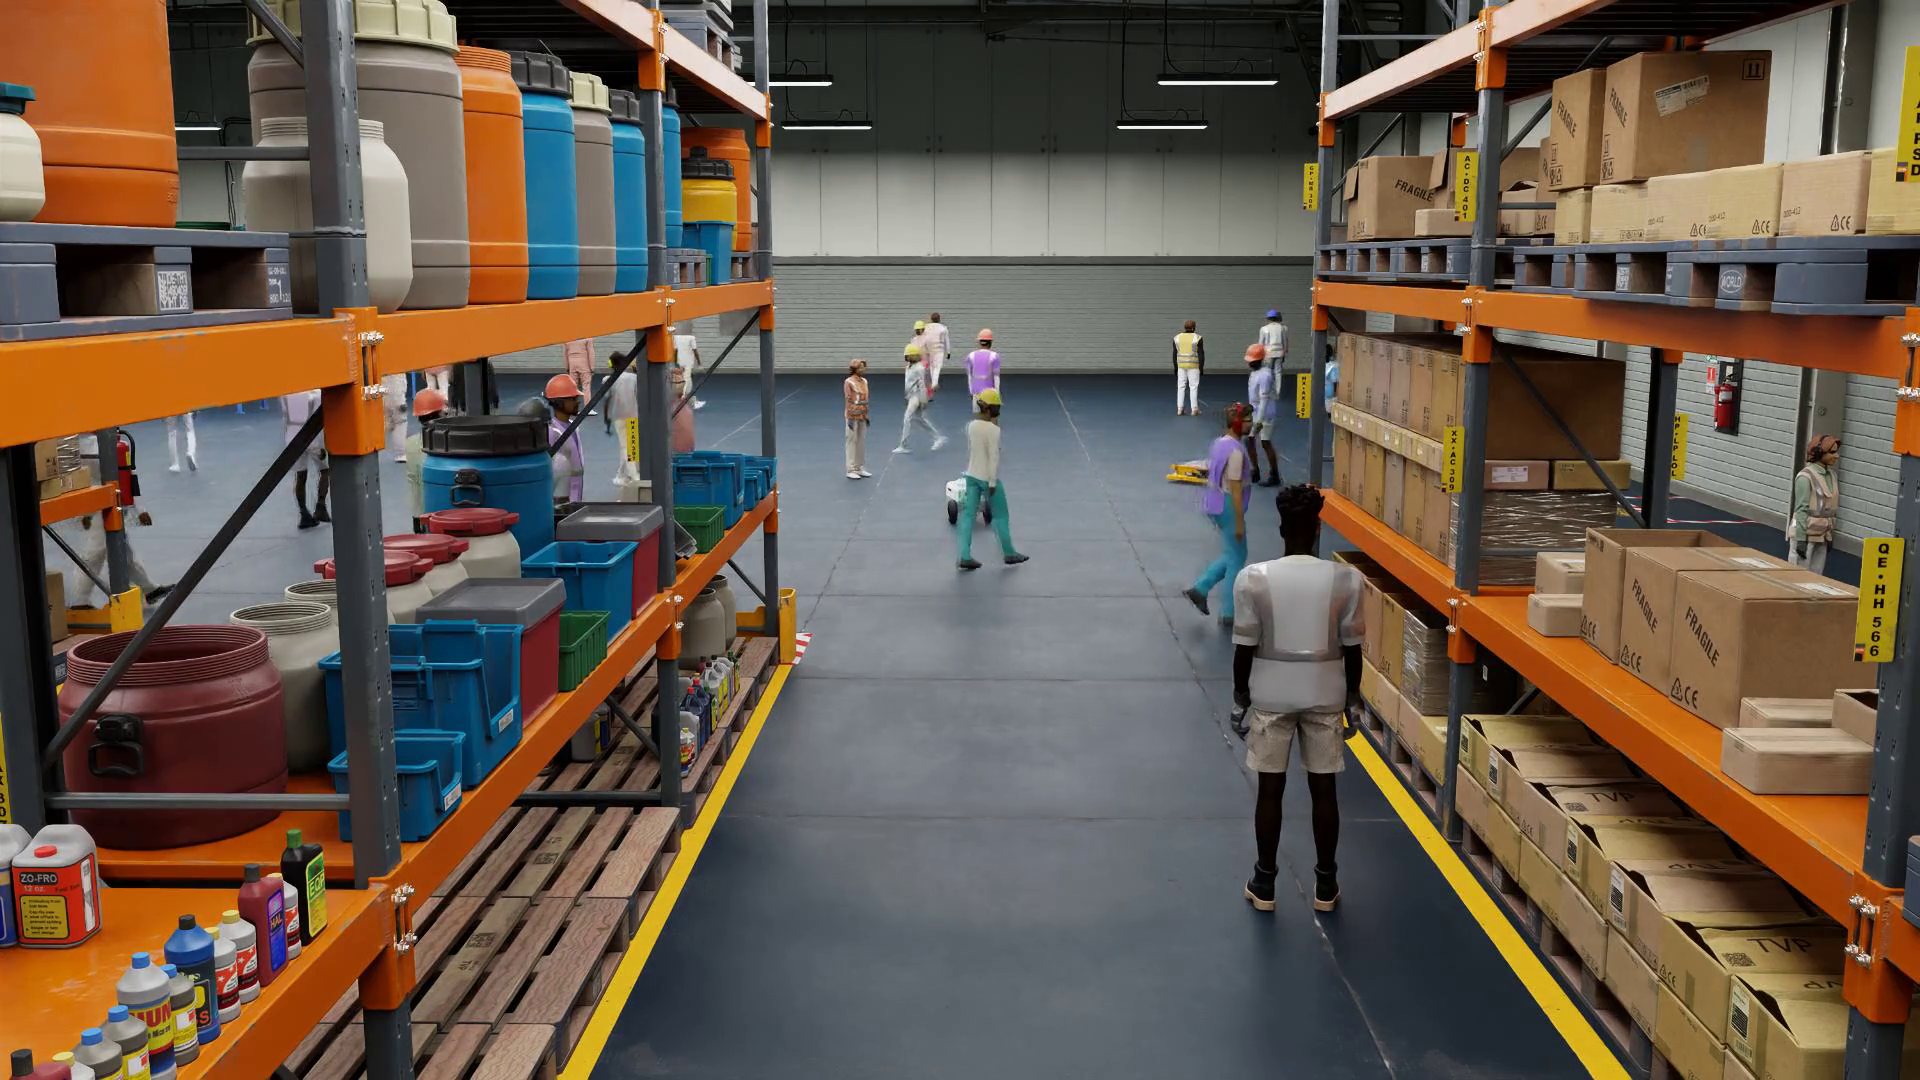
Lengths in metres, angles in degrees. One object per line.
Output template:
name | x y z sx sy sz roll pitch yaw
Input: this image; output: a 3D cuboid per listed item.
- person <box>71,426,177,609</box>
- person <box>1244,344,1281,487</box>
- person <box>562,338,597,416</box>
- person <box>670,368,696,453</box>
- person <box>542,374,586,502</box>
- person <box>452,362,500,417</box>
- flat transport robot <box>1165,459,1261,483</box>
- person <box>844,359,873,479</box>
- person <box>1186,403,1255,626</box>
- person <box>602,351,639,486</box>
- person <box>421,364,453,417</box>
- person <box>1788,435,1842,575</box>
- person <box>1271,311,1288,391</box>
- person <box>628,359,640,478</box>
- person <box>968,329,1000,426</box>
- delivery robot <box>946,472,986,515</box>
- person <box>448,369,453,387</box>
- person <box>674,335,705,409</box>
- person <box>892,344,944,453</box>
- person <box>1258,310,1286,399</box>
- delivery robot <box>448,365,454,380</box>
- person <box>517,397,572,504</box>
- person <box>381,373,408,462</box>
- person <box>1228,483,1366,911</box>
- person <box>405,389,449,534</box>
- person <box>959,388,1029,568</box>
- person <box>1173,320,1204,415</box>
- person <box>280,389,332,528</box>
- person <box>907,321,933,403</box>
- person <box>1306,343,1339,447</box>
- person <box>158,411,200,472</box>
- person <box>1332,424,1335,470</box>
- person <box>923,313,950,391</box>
person | -7.125 -0.264 14.001 0.607 1.782 0.951 9 13 44
person | 3.983 -1.644 21.926 0.650 1.888 0.559 -2 10 -14
person | -7.341 -3.357 32.167 0.641 1.905 0.410 2 10 13
person | -2.977 -0.824 17.054 0.749 1.886 0.650 4 10 22
person | -3.213 -0.327 13.585 0.368 2.048 0.607 1 10 5
person | -6.811 -1.895 23.299 0.635 1.949 1.017 3 10 16
flat transport robot | 3.486 -0.967 22.852 0.652 0.197 1.431 8 12 40
person | -1.405 -1.664 22.832 0.335 1.632 0.532 5 11 30
person | 2.179 -0.208 13.522 0.472 1.828 0.579 0 9 -2
person | -4.369 -1.569 21.788 0.593 1.804 0.997 -7 12 -36
person | -9.472 -3.066 30.154 0.623 1.989 0.401 2 10 11
person | 6.613 -0.004 12.905 0.507 1.629 0.316 -7 12 -35
person | 7.328 -4.366 38.437 0.536 1.824 0.570 4 10 21
person | -4.378 -1.675 22.875 0.308 1.641 0.514 8 13 41
person | 0.398 -2.325 25.931 0.560 1.915 0.614 3 10 19
delivery robot | 0.068 -0.539 19.162 0.477 0.478 0.707 -2 10 -12
person | -12.066 -4.556 39.401 0.954 1.876 0.612 6 11 33
person | -5.353 -3.468 33.072 0.518 1.826 0.957 8 12 38
person | -0.645 -2.225 25.996 0.865 1.705 0.498 -4 10 -25
person | 6.726 -3.993 35.904 0.629 1.924 0.462 -1 10 -8
delivery robot | -12.107 -4.026 40.052 0.707 0.478 0.477 4 10 23
person | -3.111 -0.041 12.019 0.682 2.000 1.005 1 10 8
person | -8.432 -2.079 24.564 0.654 1.890 0.646 9 13 42
person | 1.532 0.719 7.586 0.602 1.958 0.381 1 10 6
person | -4.087 -0.232 13.245 0.627 1.969 0.566 1 10 4
person | 0.314 -0.601 16.147 0.817 1.732 0.535 -7 12 -36
person | 4.450 -3.347 32.295 0.635 1.840 0.429 5 11 29
person | -7.311 -1.109 18.672 0.543 1.921 0.499 1 10 7
person | -0.846 -3.726 34.922 0.548 1.710 0.926 8 12 40
person | 5.925 -2.336 26.753 0.758 1.673 0.537 -7 12 -35
person | -11.020 -1.873 23.423 0.575 1.853 0.639 -6 11 -30
person | 4.291 -0.851 17.982 0.534 1.618 0.390 2 10 13
person | -0.561 -4.356 38.470 0.639 1.802 0.949 2 10 12
